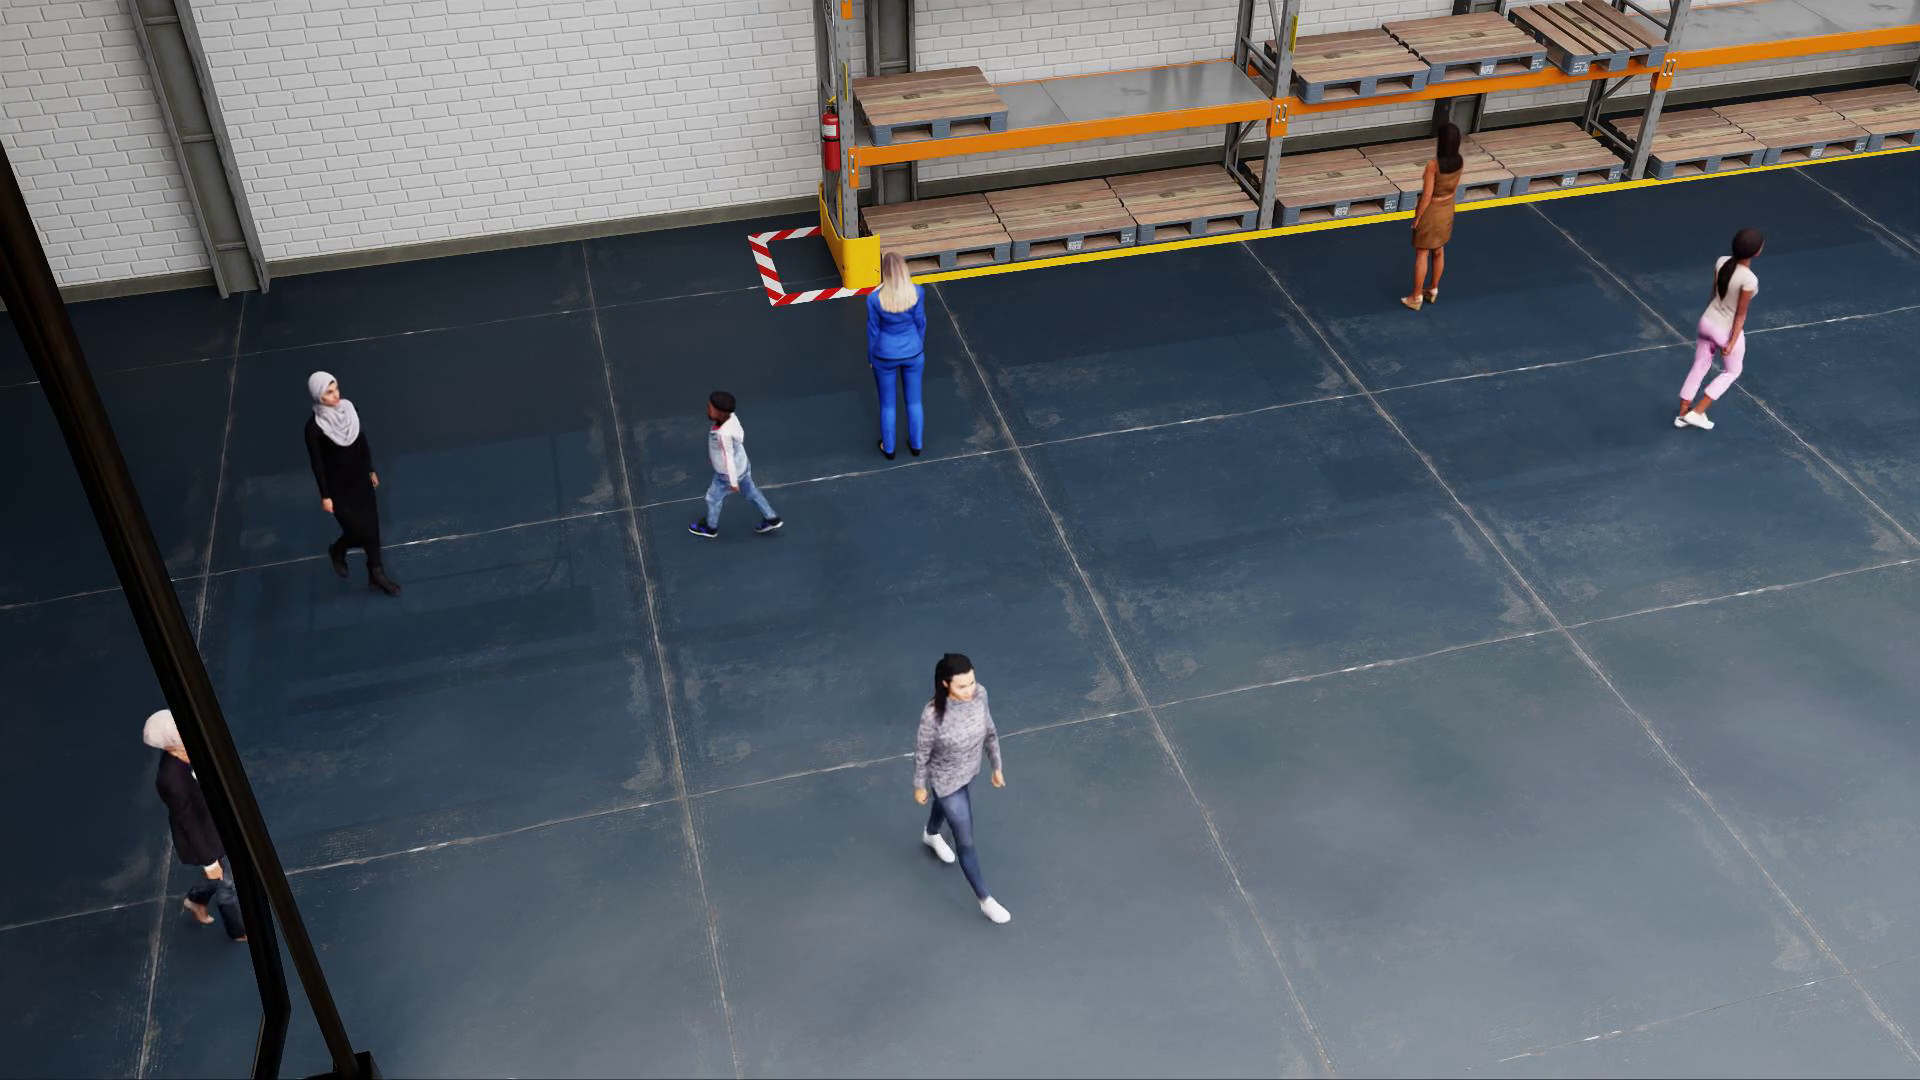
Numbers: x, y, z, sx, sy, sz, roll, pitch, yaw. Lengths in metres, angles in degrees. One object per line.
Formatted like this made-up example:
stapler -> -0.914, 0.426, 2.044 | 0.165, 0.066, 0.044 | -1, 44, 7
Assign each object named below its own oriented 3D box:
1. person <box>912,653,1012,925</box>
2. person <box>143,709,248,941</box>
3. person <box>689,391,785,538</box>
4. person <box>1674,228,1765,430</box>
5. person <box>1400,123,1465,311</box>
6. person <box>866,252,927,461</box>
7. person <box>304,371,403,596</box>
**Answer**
person -> -0.077, 1.237, 9.210 | 1.141, 1.690, 1.009 | -28, 46, -30
person -> -4.092, 1.602, 8.878 | 0.769, 1.769, 0.781 | -5, 39, -7
person -> -1.565, -0.525, 11.777 | 0.961, 1.240, 0.714 | 5, 39, 6
person -> 5.725, -1.582, 12.705 | 0.603, 1.733, 0.593 | -13, 40, -15
person -> 4.055, -2.764, 14.222 | 0.548, 1.689, 0.690 | -22, 44, -26
person -> -0.461, -1.367, 12.468 | 0.498, 1.694, 0.657 | -9, 39, -11
person -> -4.172, -0.371, 11.160 | 0.918, 1.770, 0.856 | 20, 43, 23
